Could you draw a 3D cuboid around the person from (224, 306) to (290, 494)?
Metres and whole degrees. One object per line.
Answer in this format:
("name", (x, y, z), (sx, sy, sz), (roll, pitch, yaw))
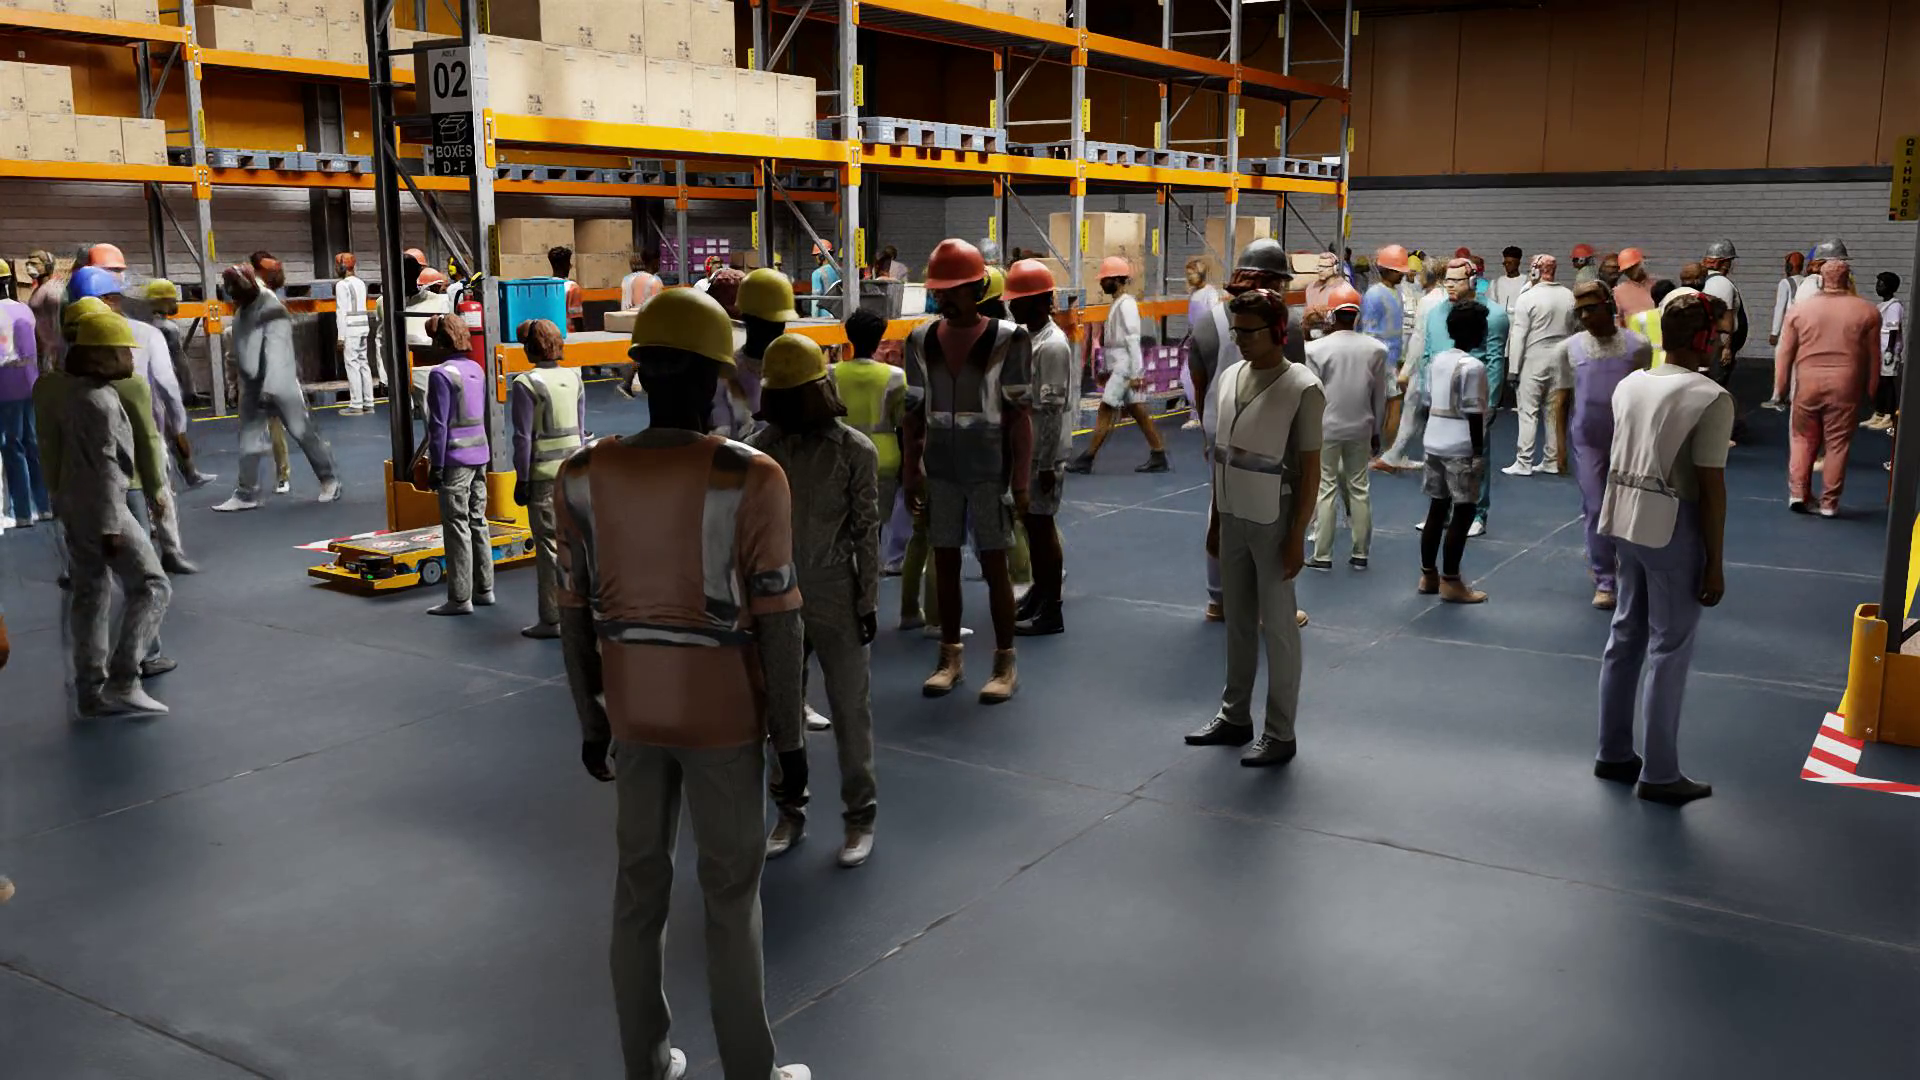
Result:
("person", (-5.597, -1.175, 13.298), (0.506, 1.628, 0.272), (-1, 10, -4))

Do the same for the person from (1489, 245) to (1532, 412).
("person", (6.547, -2.499, 19.711), (0.639, 1.962, 0.365), (9, 13, 40))

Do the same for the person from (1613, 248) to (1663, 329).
("person", (6.825, -1.929, 16.620), (0.703, 1.937, 0.544), (3, 11, 17))

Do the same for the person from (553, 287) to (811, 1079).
("person", (-0.615, 0.395, 3.784), (0.585, 1.918, 0.381), (3, 11, 17))

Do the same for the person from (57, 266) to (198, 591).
("person", (-4.843, -0.640, 9.652), (0.675, 1.865, 1.053), (-2, 10, -12))

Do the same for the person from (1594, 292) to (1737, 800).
("person", (2.545, 0.027, 6.049), (0.388, 1.837, 0.562), (-3, 11, -15))

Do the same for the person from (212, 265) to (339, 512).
("person", (-5.241, -1.165, 12.660), (0.630, 1.843, 0.980), (6, 12, 31))

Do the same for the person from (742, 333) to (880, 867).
("person", (-0.502, 0.199, 5.396), (0.490, 1.730, 0.324), (2, 10, 12))

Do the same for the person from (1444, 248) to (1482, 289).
("person", (7.695, -3.501, 25.388), (0.633, 1.905, 0.730), (0, 10, 0))

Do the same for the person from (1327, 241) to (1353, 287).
("person", (6.030, -3.816, 26.773), (0.542, 2.000, 0.714), (6, 12, 28))

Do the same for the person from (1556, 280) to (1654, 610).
("person", (3.573, -0.528, 9.217), (0.568, 1.811, 0.498), (4, 11, 20))

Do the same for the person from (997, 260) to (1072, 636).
("person", (0.376, -0.464, 8.534), (0.388, 1.926, 0.549), (-2, 10, -11))

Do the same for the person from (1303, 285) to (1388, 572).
("person", (2.328, -0.683, 10.214), (0.573, 1.749, 0.343), (-2, 10, -12))

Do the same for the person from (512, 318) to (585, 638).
("person", (-2.089, -0.319, 8.543), (0.322, 1.627, 0.508), (4, 11, 23))

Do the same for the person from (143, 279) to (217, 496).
("person", (-6.238, -1.205, 13.215), (0.499, 1.710, 0.783), (7, 12, 34))

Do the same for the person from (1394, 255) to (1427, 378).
("person", (5.636, -2.642, 20.849), (0.603, 1.828, 0.404), (-2, 10, -12))

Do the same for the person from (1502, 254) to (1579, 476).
("person", (4.979, -1.496, 14.319), (0.644, 1.900, 0.399), (-4, 11, -22))

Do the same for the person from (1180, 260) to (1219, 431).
("person", (2.546, -2.034, 17.536), (0.618, 1.808, 0.629), (-5, 11, -25))

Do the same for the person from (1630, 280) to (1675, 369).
("person", (6.540, -1.602, 15.592), (0.538, 1.650, 0.812), (4, 11, 21))

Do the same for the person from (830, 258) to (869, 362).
("person", (-1.127, -2.179, 18.079), (0.597, 1.909, 0.405), (-5, 11, -24))

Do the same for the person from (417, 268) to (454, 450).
("person", (-5.074, -1.740, 16.069), (0.329, 1.751, 0.563), (4, 11, 22))

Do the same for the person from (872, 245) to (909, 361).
("person", (-1.159, -3.951, 27.811), (0.635, 1.935, 0.349), (-2, 10, -12))

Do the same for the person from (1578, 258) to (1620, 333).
("person", (6.587, -1.959, 17.063), (0.522, 1.837, 0.350), (-2, 10, -8))

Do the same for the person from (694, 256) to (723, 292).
("person", (-2.982, -2.461, 19.848), (0.392, 1.836, 0.561), (5, 11, 24))

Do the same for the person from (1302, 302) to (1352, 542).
("person", (2.491, -0.804, 11.262), (0.543, 1.610, 0.502), (6, 12, 29))

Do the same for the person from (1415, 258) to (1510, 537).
("person", (3.424, -0.976, 11.445), (0.399, 1.900, 0.644), (-9, 13, -40))

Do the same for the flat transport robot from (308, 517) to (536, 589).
("flat transport robot", (-3.164, 0.065, 10.176), (0.652, 0.197, 1.431), (7, 13, 36))

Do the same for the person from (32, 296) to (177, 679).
("person", (-3.930, -0.225, 7.643), (0.525, 1.769, 0.309), (-2, 10, -9))

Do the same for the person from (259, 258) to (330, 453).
("person", (-6.501, -1.739, 15.826), (0.729, 1.857, 0.611), (-8, 13, -38))

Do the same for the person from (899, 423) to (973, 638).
("person", (-0.104, -0.310, 8.526), (0.314, 1.621, 0.511), (-6, 12, -30))

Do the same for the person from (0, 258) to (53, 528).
("person", (-6.735, -1.044, 11.760), (0.398, 1.920, 0.586), (0, 10, -1))

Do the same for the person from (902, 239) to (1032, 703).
("person", (0.013, -0.294, 7.317), (0.613, 2.028, 0.409), (4, 11, 23))

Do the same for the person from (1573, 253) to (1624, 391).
("person", (8.234, -2.772, 21.500), (0.612, 1.862, 0.605), (1, 10, 7))
